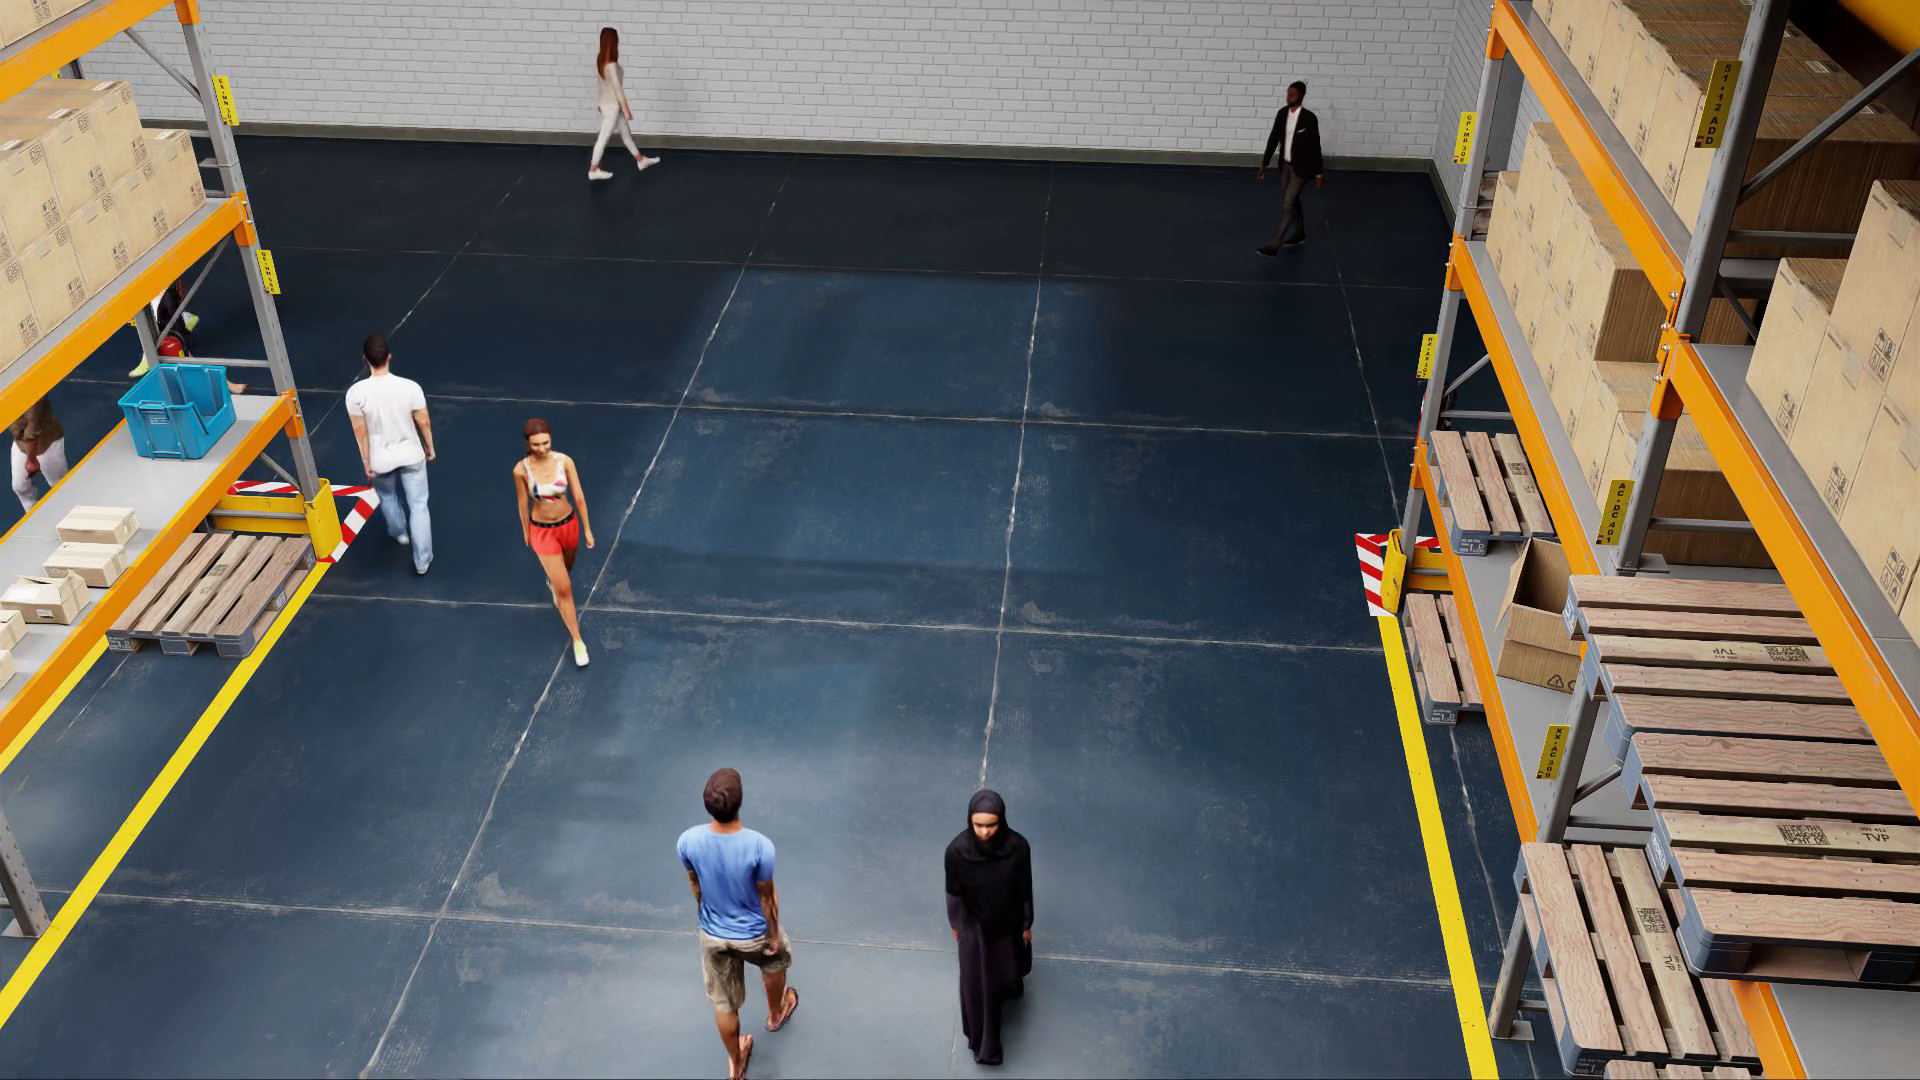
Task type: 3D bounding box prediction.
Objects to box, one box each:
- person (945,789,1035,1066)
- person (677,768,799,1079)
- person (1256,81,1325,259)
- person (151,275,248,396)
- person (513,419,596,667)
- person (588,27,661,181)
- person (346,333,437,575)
[{"bbox_3d":[0.163,1.871,8.441,0.719,1.604,0.995,-3,34,-4],"label":"person"},{"bbox_3d":[-1.108,1.948,8.105,0.644,1.849,0.854,4,34,5],"label":"person"},{"bbox_3d":[3.434,-3.740,16.738,1.178,1.765,1.145,-22,39,-29],"label":"person"},{"bbox_3d":[-6.411,-1.643,13.791,0.940,1.533,0.984,-18,37,-25],"label":"person"},{"bbox_3d":[-2.751,-0.093,11.268,0.985,1.745,1.243,-14,36,-20],"label":"person"},{"bbox_3d":[-3.932,-4.754,18.361,1.024,1.656,1.112,-15,36,-21],"label":"person"},{"bbox_3d":[-4.033,-0.562,11.887,0.865,1.840,1.041,-8,34,-11],"label":"person"}]
